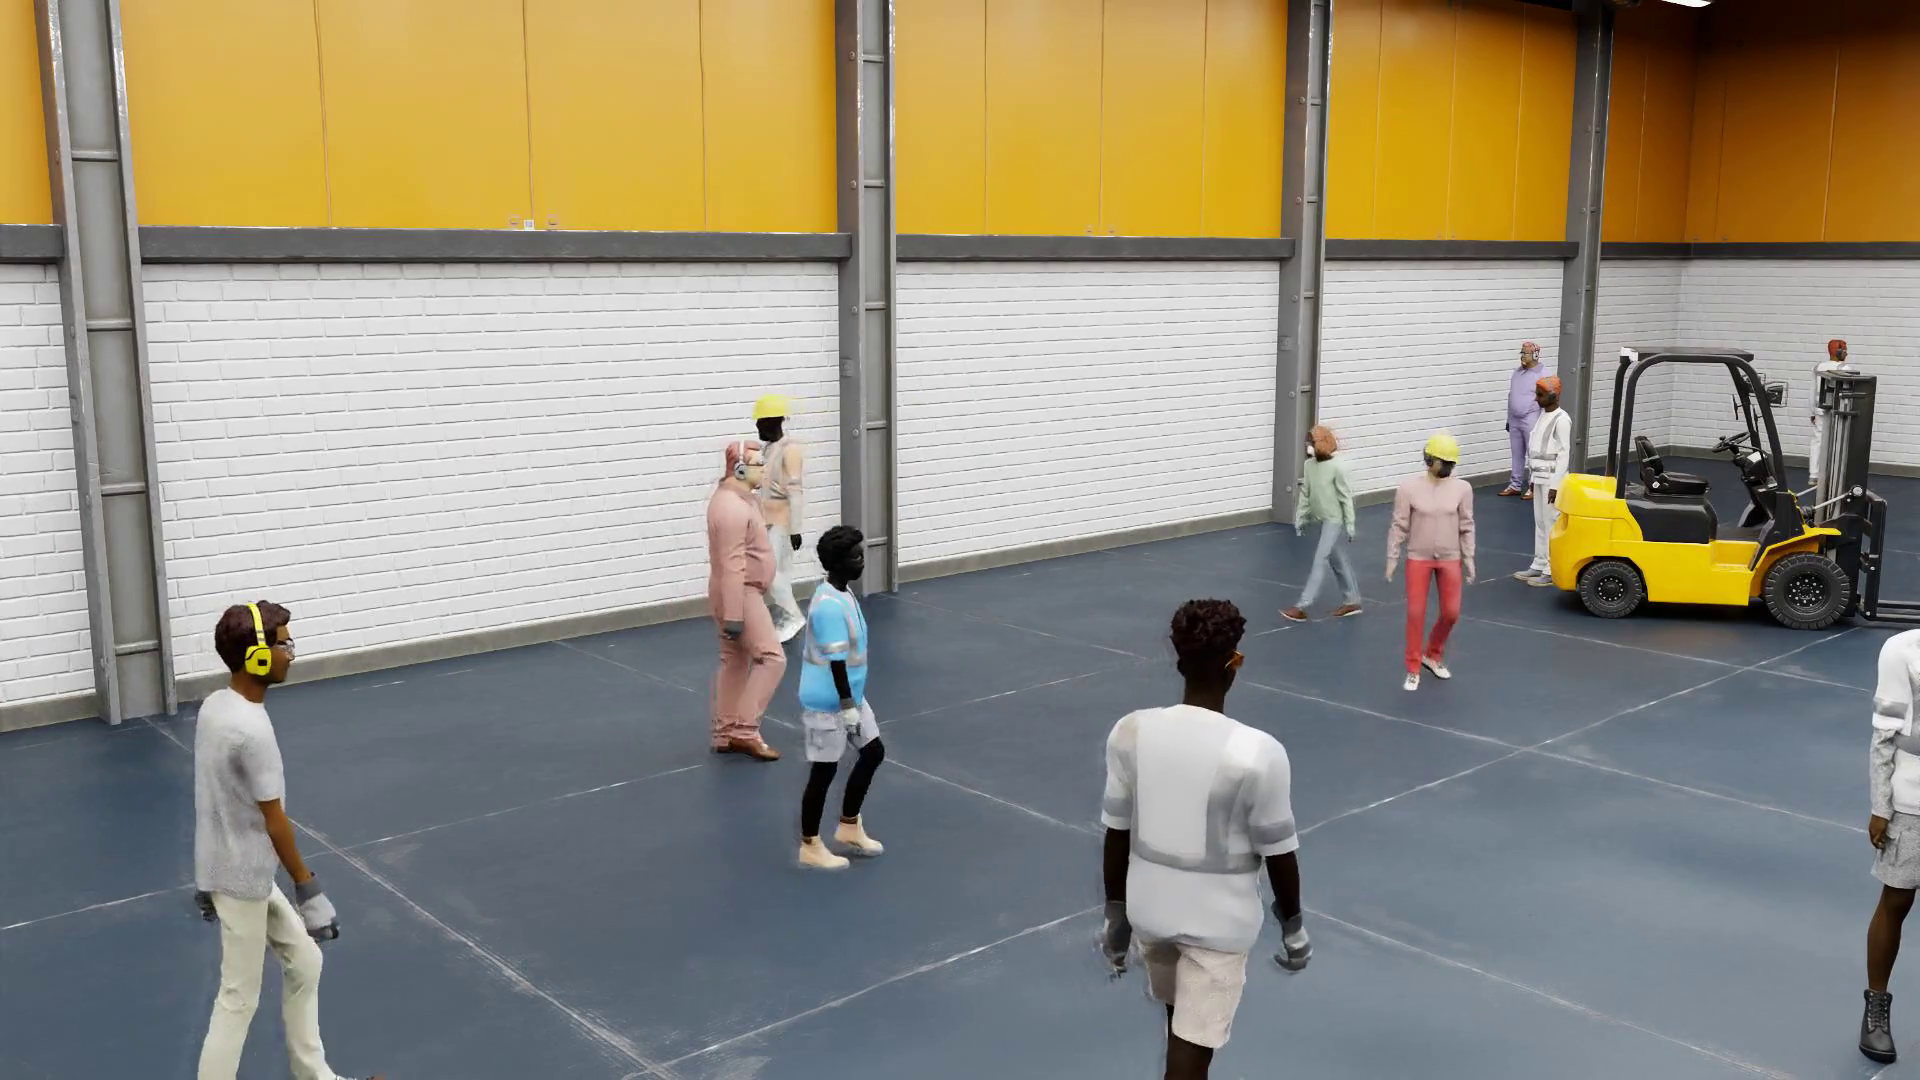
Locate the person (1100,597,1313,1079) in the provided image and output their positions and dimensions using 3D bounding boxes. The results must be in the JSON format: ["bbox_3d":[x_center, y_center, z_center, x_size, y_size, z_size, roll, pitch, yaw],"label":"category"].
[{"bbox_3d":[0.776,1.120,5.087,0.603,1.923,0.973,9,13,41],"label":"person"}]

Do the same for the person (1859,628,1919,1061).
[{"bbox_3d":[3.587,0.962,6.025,0.543,1.932,0.376,2,10,13],"label":"person"}]

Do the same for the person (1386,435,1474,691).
[{"bbox_3d":[3.207,0.143,11.389,0.615,1.747,0.447,0,10,2],"label":"person"}]

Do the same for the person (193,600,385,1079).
[{"bbox_3d":[-2.213,1.110,5.445,0.795,1.838,0.530,-6,11,-31],"label":"person"}]

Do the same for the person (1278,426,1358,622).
[{"bbox_3d":[2.915,-0.130,13.417,0.864,1.576,0.510,-4,11,-23],"label":"person"}]

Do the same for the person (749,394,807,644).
[{"bbox_3d":[-1.397,-0.148,12.583,0.424,1.911,0.605,-5,11,-25],"label":"person"}]

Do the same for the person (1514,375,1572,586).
[{"bbox_3d":[5.249,-0.528,14.882,0.355,1.887,0.574,0,10,0],"label":"person"}]

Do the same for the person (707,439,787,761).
[{"bbox_3d":[-1.226,0.353,9.738,0.507,1.891,0.647,-2,10,-13],"label":"person"}]

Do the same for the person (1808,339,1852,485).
[{"bbox_3d":[11.140,-1.622,21.297,0.360,1.882,0.575,-4,10,-21],"label":"person"}]

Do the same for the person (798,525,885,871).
[{"bbox_3d":[-0.550,0.763,7.944,0.524,1.681,0.544,2,10,9],"label":"person"}]

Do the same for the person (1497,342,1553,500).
[{"bbox_3d":[6.868,-1.447,20.199,0.406,1.910,0.639,-5,11,-26],"label":"person"}]

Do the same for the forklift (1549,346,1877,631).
[{"bbox_3d":[6.109,-0.478,13.691,2.313,2.155,1.214,3,10,16],"label":"forklift"}]
